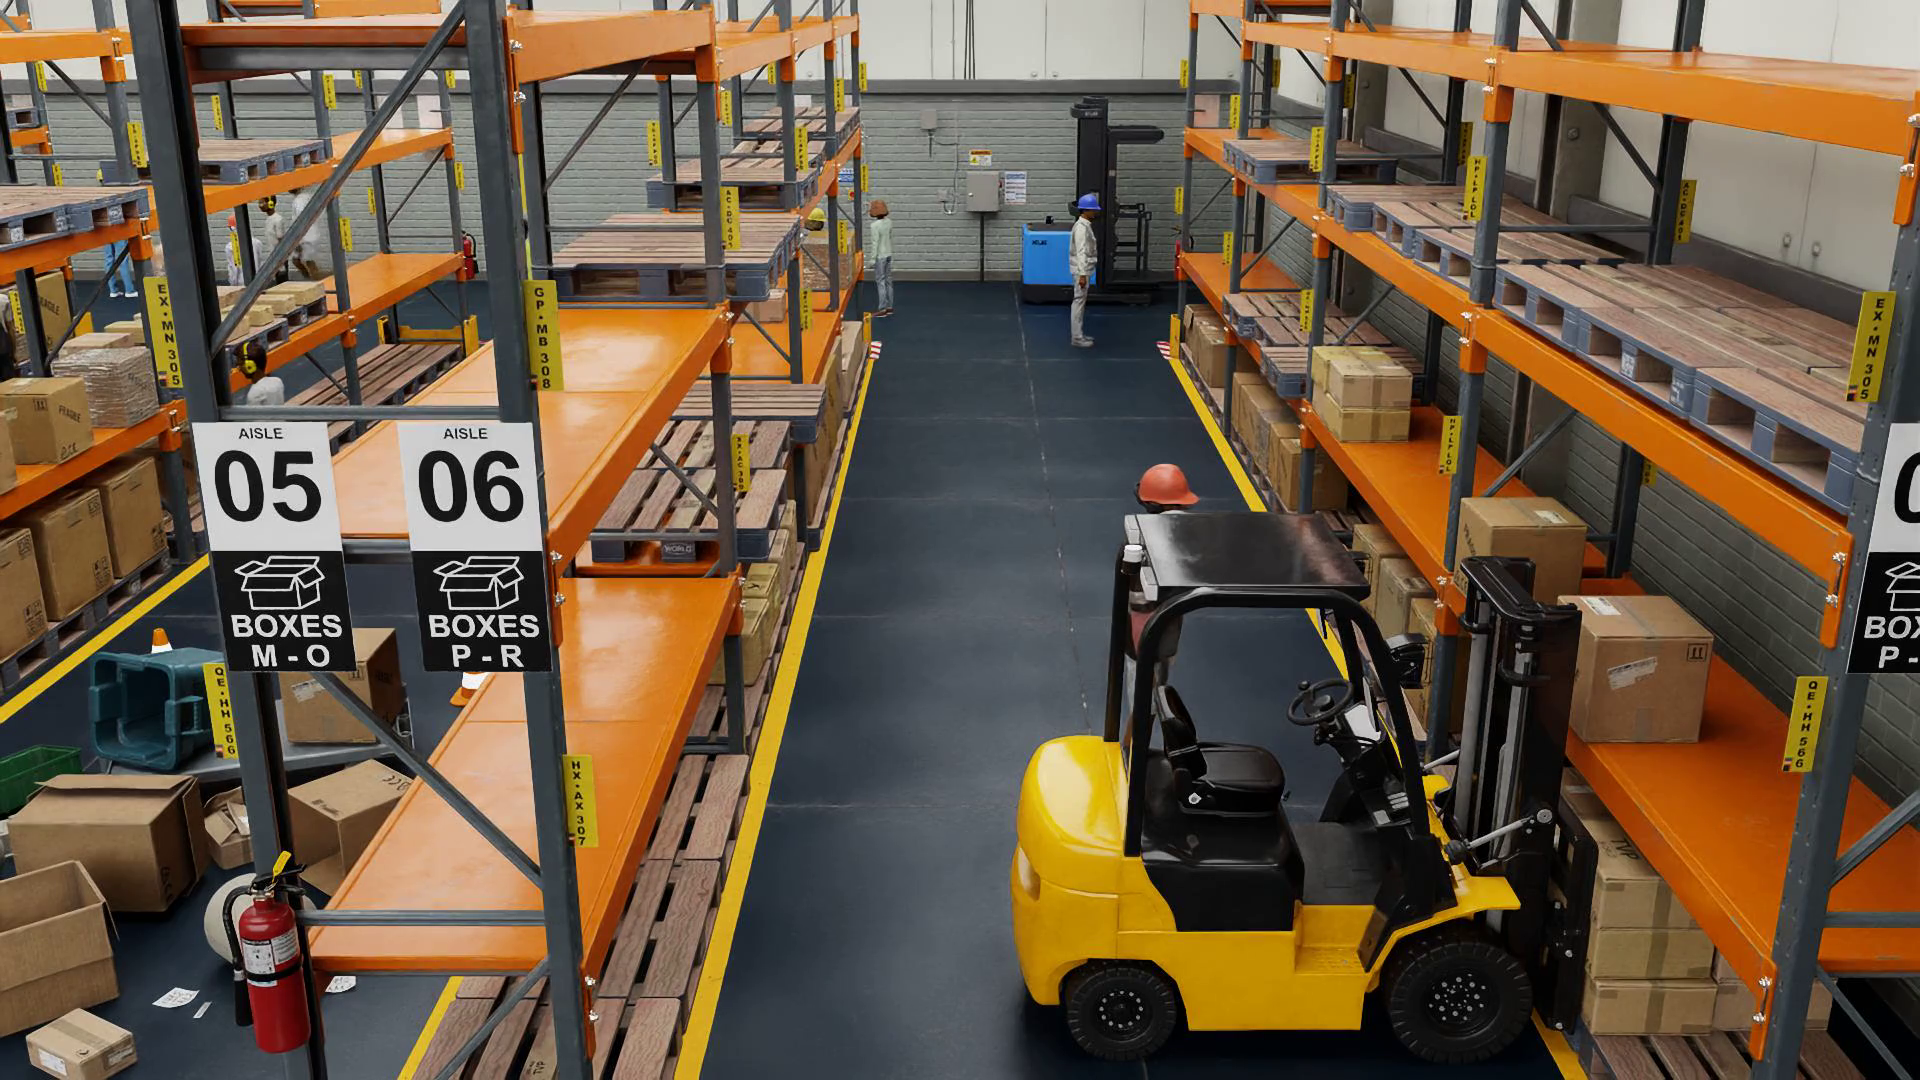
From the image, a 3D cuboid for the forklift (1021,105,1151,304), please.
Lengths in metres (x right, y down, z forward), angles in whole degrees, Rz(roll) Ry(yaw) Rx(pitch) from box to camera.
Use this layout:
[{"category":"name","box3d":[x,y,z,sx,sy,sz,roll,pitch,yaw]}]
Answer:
[{"category":"forklift","box3d":[1.857,-4.944,24.441,1.873,2.768,1.129,0,18,0]}]

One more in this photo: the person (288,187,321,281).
[{"category":"person","box3d":[-9.658,-4.438,24.411,0.504,1.919,0.542,-7,20,-21]}]

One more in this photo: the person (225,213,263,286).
[{"category":"person","box3d":[-9.075,-3.265,21.129,0.326,1.752,0.559,7,19,19]}]

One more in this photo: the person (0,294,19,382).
[{"category":"person","box3d":[-9.707,-1.839,16.672,0.344,1.847,0.505,13,22,34]}]

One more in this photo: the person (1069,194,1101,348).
[{"category":"person","box3d":[1.603,-3.476,21.463,0.406,1.945,0.614,2,18,7]}]

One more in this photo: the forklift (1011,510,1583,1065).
[{"category":"forklift","box3d":[1.387,1.055,7.378,2.313,2.155,1.214,0,18,0]}]

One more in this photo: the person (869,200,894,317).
[{"category":"person","box3d":[-1.117,-3.970,23.449,0.279,1.634,0.497,9,20,25]}]

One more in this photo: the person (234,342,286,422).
[{"category":"person","box3d":[-5.399,-0.628,12.986,0.328,1.865,0.521,0,18,0]}]

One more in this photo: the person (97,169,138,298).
[{"category":"person","box3d":[-12.623,-4.574,24.812,0.585,1.929,0.370,3,19,9]}]

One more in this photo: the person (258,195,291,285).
[{"category":"person","box3d":[-9.255,-3.796,22.582,0.336,1.860,0.497,-13,22,-34]}]

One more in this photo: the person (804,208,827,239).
[{"category":"person","box3d":[-1.884,-3.480,21.817,0.317,1.733,0.491,-1,18,-4]}]

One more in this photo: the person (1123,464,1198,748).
[{"category":"person","box3d":[1.075,0.571,9.077,0.377,2.045,0.605,6,19,16]}]
